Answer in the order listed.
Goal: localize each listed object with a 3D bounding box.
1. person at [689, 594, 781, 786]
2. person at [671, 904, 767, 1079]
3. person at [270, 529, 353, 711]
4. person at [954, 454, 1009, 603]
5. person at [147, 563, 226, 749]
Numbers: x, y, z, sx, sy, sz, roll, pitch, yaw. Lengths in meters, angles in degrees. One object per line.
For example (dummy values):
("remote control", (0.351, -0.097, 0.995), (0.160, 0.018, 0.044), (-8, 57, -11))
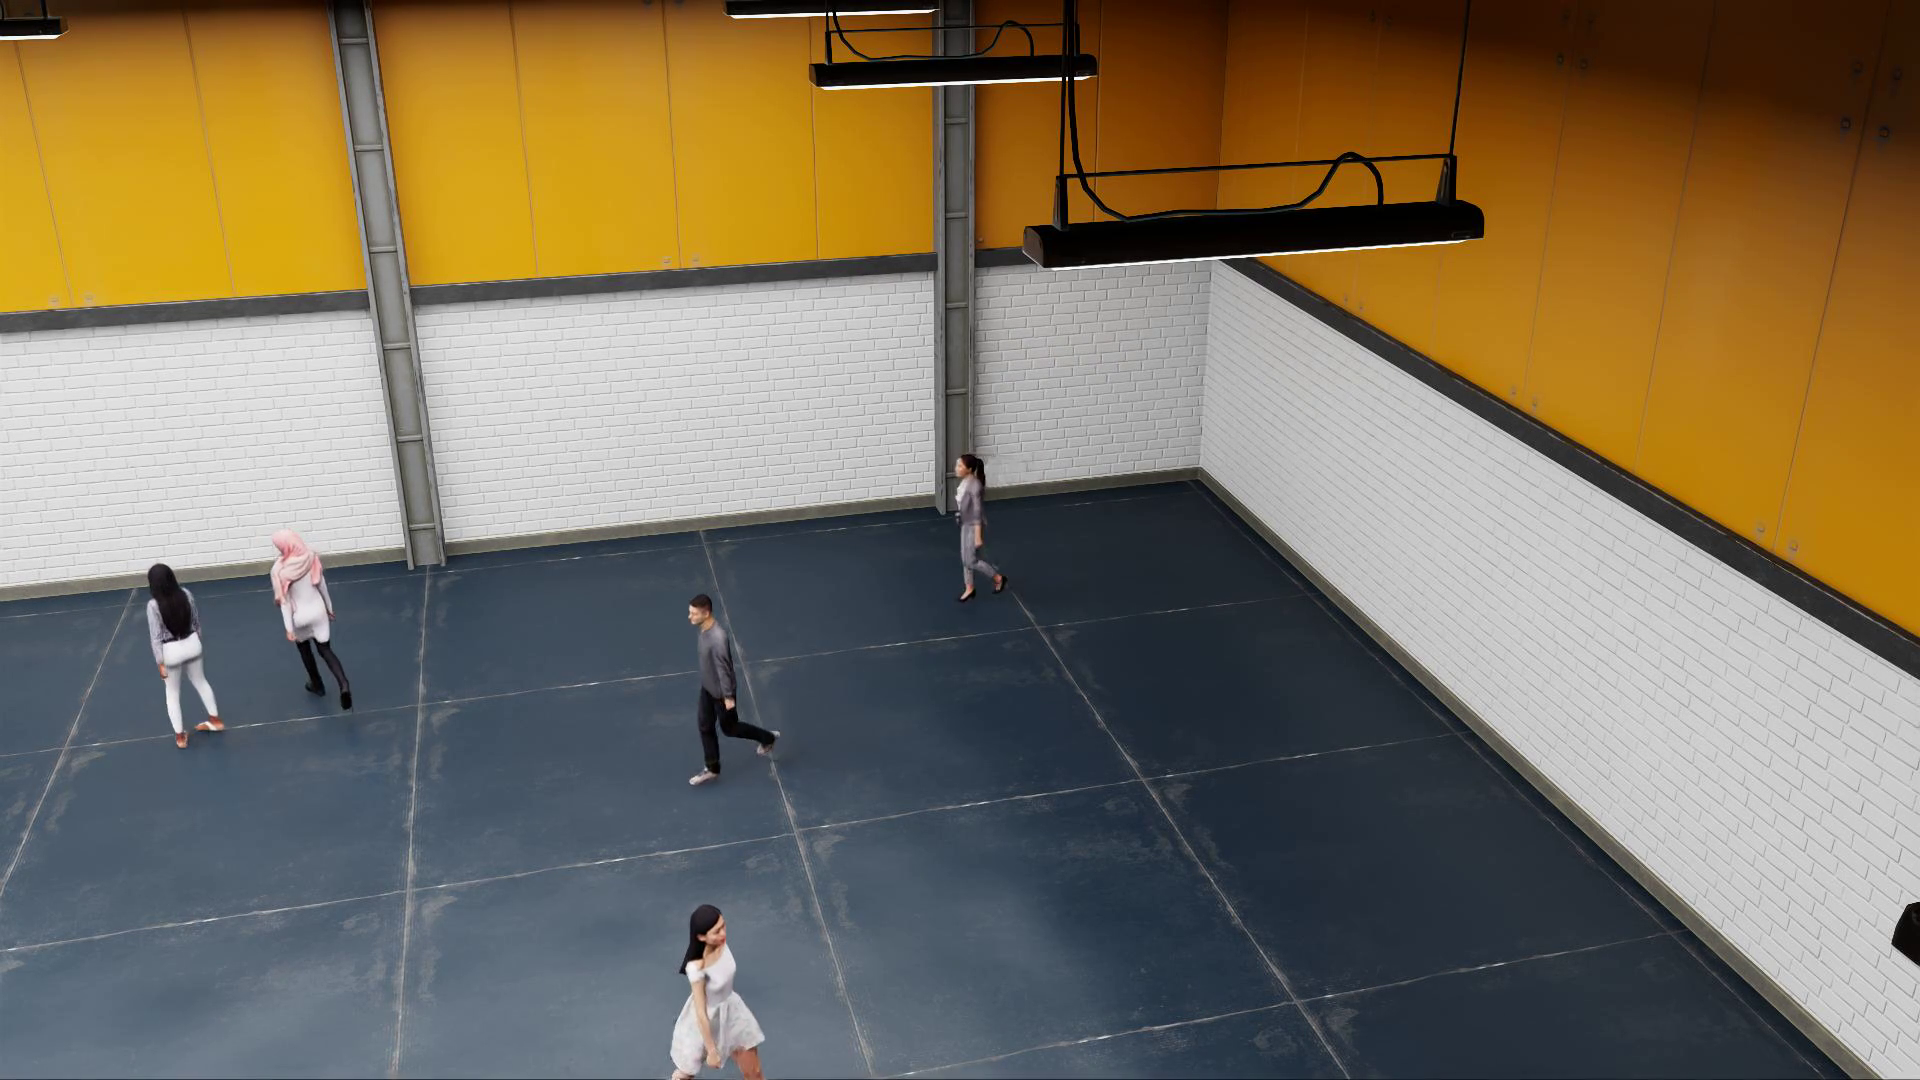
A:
("person", (-1.936, 1.217, 13.929), (1.134, 1.723, 0.848), (-15, 28, -30))
("person", (-1.573, 2.942, 9.990), (1.259, 1.718, 1.088), (9, 25, 19))
("person", (-5.822, 0.747, 14.952), (1.133, 1.765, 1.174), (21, 31, 40))
("person", (0.216, -0.105, 17.038), (0.787, 1.656, 0.668), (-4, 24, -8))
("person", (-6.727, 1.004, 14.446), (0.821, 1.699, 0.733), (13, 27, 28))
